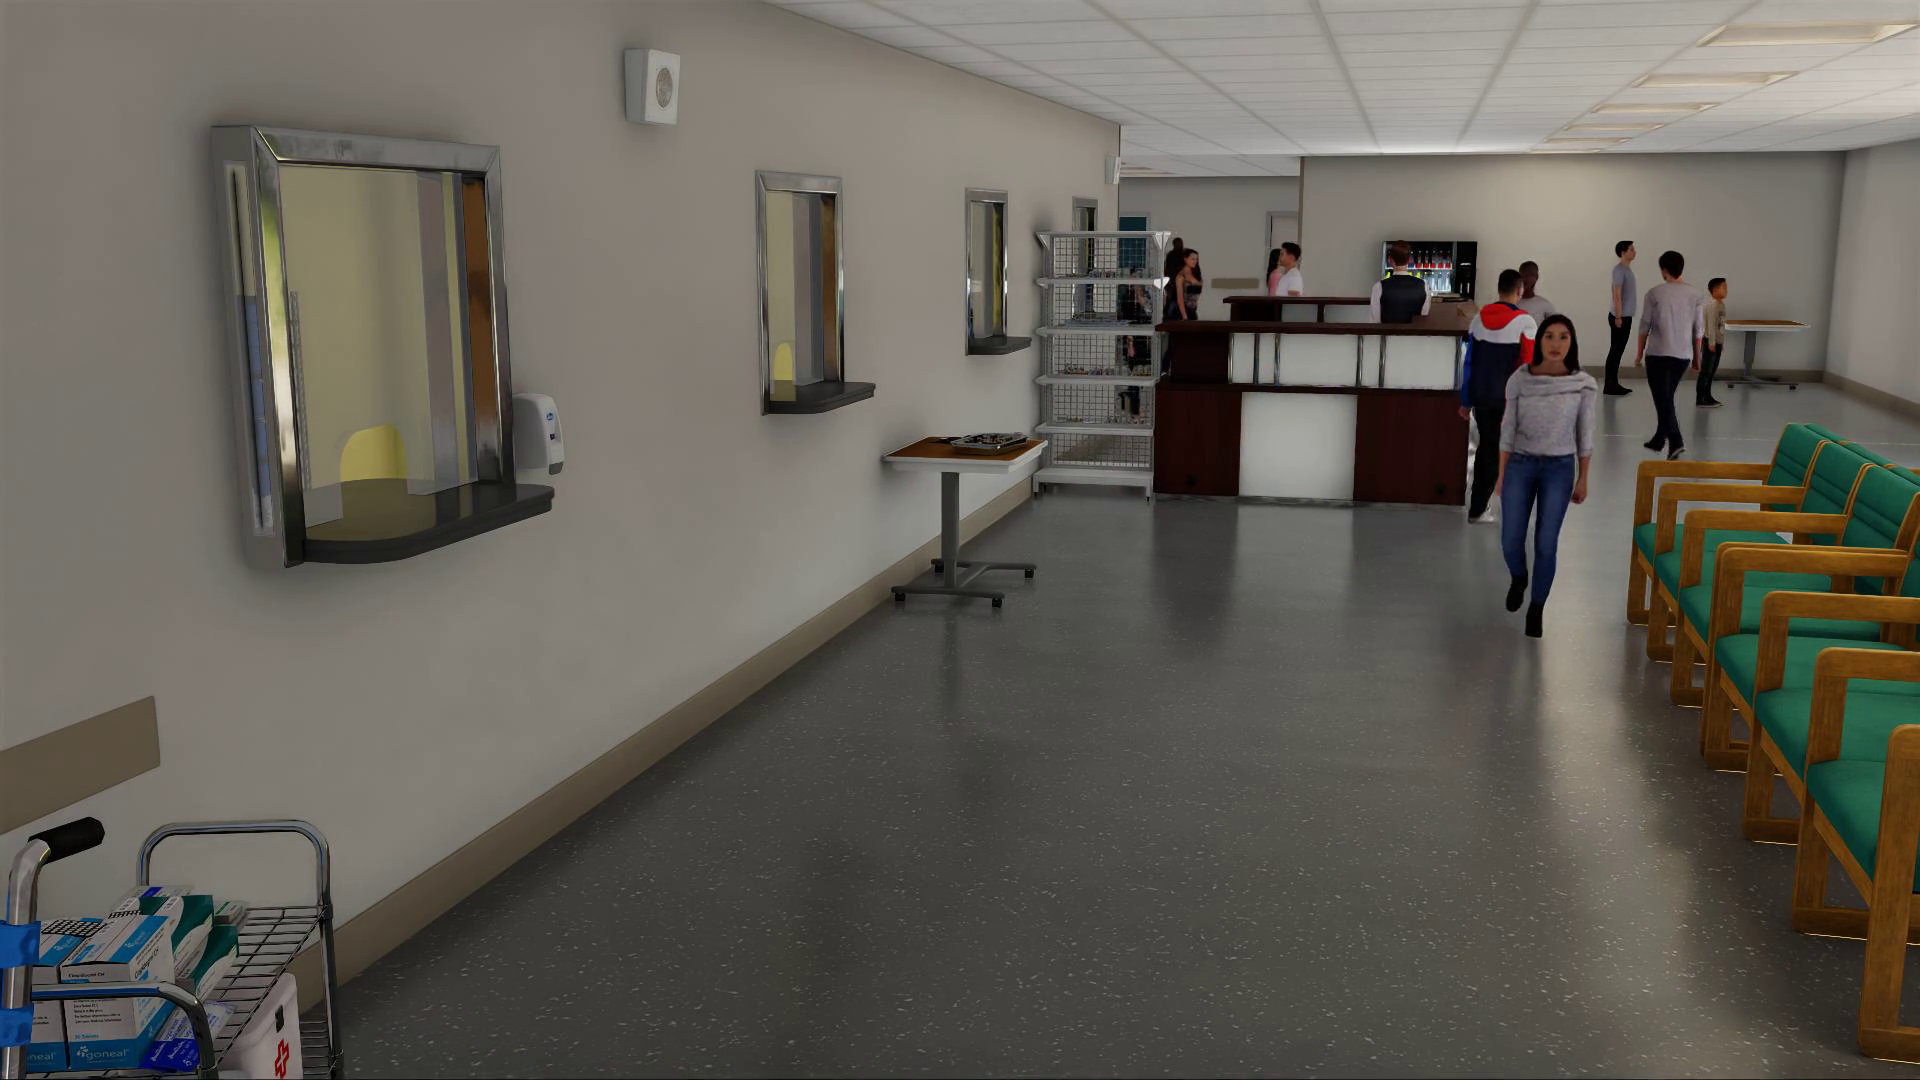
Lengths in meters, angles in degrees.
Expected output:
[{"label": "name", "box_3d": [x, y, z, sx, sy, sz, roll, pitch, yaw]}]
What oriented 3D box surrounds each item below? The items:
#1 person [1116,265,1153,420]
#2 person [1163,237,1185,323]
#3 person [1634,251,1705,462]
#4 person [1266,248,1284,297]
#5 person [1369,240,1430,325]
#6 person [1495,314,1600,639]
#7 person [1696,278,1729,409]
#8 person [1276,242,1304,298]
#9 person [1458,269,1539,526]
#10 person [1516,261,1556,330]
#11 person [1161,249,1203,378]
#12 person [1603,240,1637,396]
[{"label": "person", "box_3d": [1.738, -1.948, 16.877, 0.876, 1.639, 0.790, 9, 14, 41]}, {"label": "person", "box_3d": [4.127, -5.094, 33.042, 0.822, 1.795, 0.746, 4, 11, 18]}, {"label": "person", "box_3d": [6.130, -1.542, 14.334, 1.245, 1.790, 0.951, 0, 11, 1]}, {"label": "person", "box_3d": [4.245, -3.099, 22.784, 1.133, 1.698, 0.702, 4, 12, 21]}, {"label": "person", "box_3d": [3.638, -1.516, 13.810, 0.560, 1.935, 0.747, 1, 11, 5]}, {"label": "person", "box_3d": [2.920, -0.327, 8.385, 0.612, 1.620, 0.687, 4, 11, 20]}, {"label": "person", "box_3d": [8.532, -2.237, 18.881, 0.633, 1.461, 0.610, 10, 14, 42]}, {"label": "person", "box_3d": [3.721, -2.338, 18.397, 1.057, 1.840, 0.842, 0, 11, 0]}, {"label": "person", "box_3d": [3.627, -0.956, 11.386, 0.856, 1.738, 0.906, 10, 15, 44]}, {"label": "person", "box_3d": [4.549, -1.350, 13.417, 0.911, 1.756, 0.792, 6, 12, 27]}, {"label": "person", "box_3d": [2.744, -2.769, 20.972, 1.174, 1.727, 0.981, 10, 15, 43]}, {"label": "person", "box_3d": [8.101, -2.733, 20.414, 0.661, 1.863, 0.724, 7, 13, 32]}]
